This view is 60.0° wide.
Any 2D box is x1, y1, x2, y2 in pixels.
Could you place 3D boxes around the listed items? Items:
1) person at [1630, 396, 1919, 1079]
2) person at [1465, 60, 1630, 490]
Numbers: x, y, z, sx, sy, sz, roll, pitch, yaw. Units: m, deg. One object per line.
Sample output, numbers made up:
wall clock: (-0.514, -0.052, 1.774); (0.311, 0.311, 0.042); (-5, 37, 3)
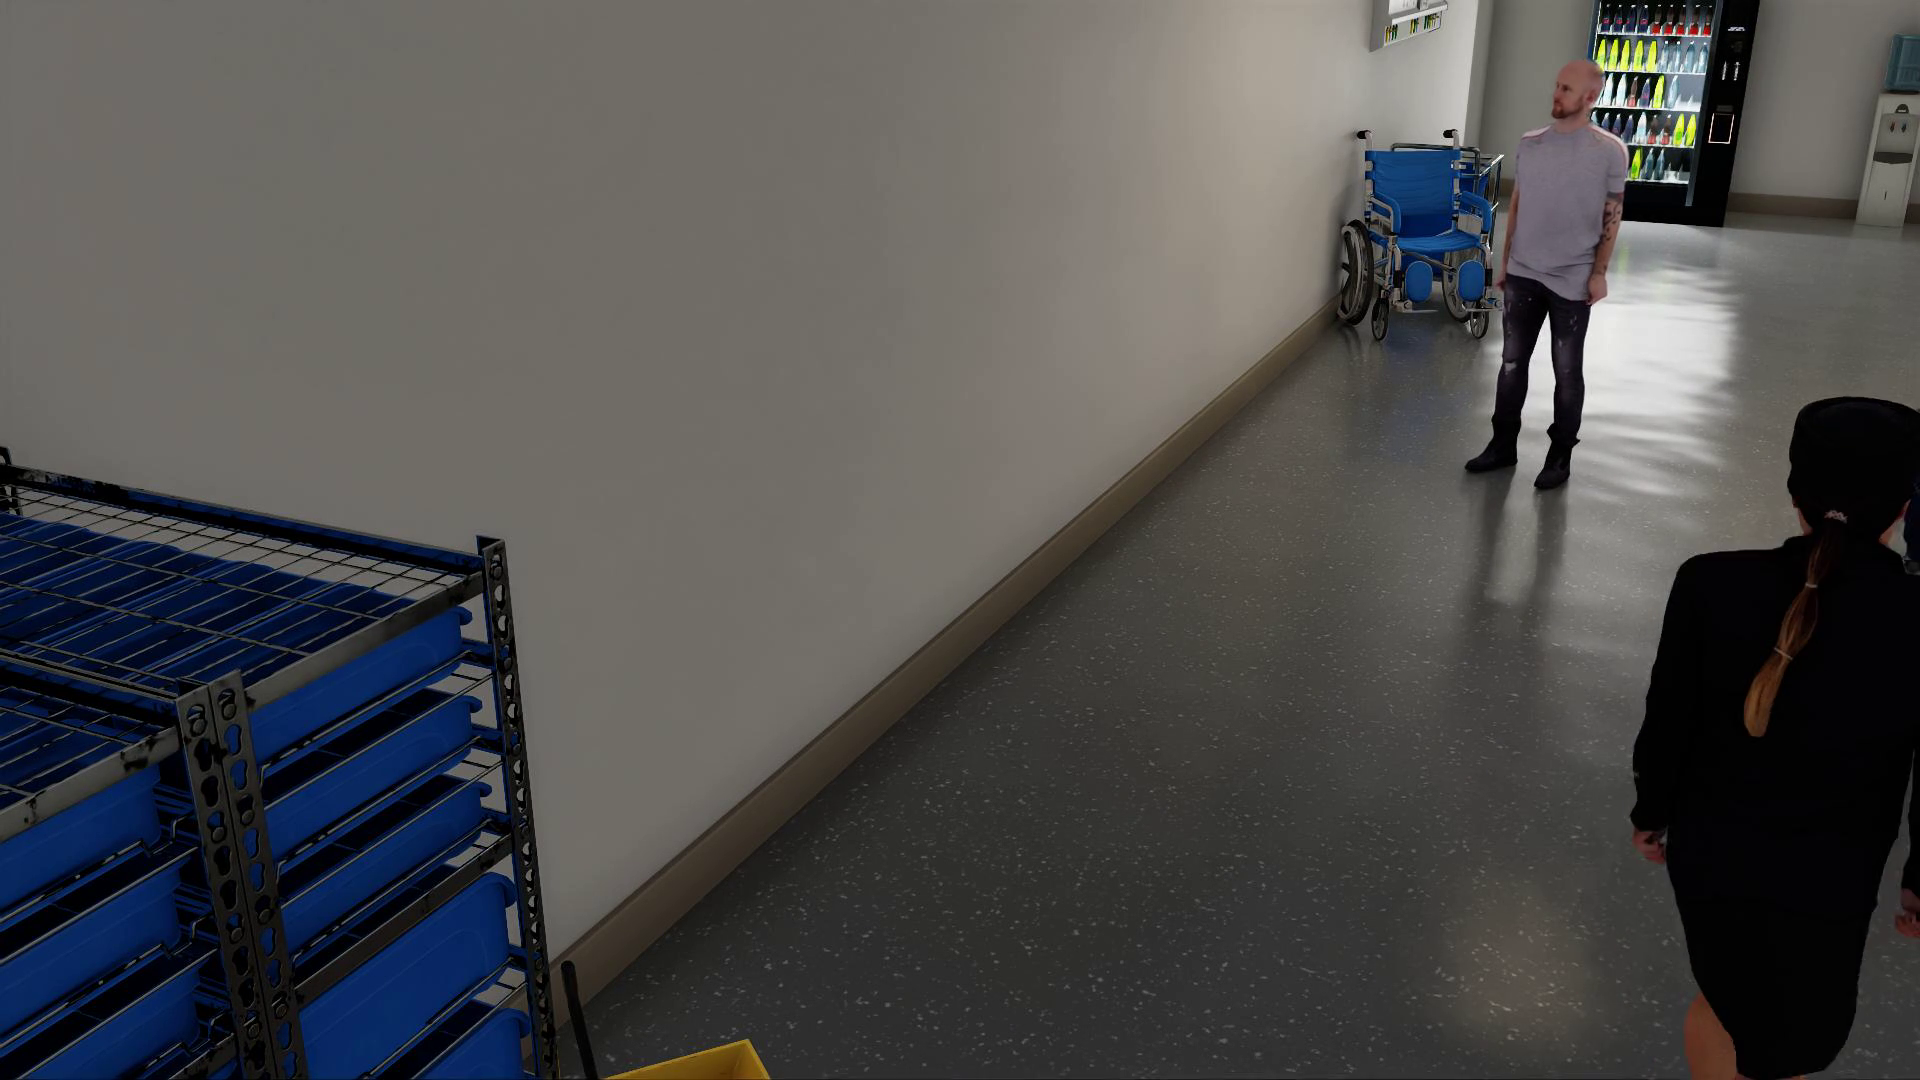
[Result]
person: (1.401, 0.601, 2.884); (0.994, 1.650, 0.875); (14, 25, 33)
person: (2.609, -1.164, 7.287); (0.808, 1.832, 0.681); (-17, 26, -37)
